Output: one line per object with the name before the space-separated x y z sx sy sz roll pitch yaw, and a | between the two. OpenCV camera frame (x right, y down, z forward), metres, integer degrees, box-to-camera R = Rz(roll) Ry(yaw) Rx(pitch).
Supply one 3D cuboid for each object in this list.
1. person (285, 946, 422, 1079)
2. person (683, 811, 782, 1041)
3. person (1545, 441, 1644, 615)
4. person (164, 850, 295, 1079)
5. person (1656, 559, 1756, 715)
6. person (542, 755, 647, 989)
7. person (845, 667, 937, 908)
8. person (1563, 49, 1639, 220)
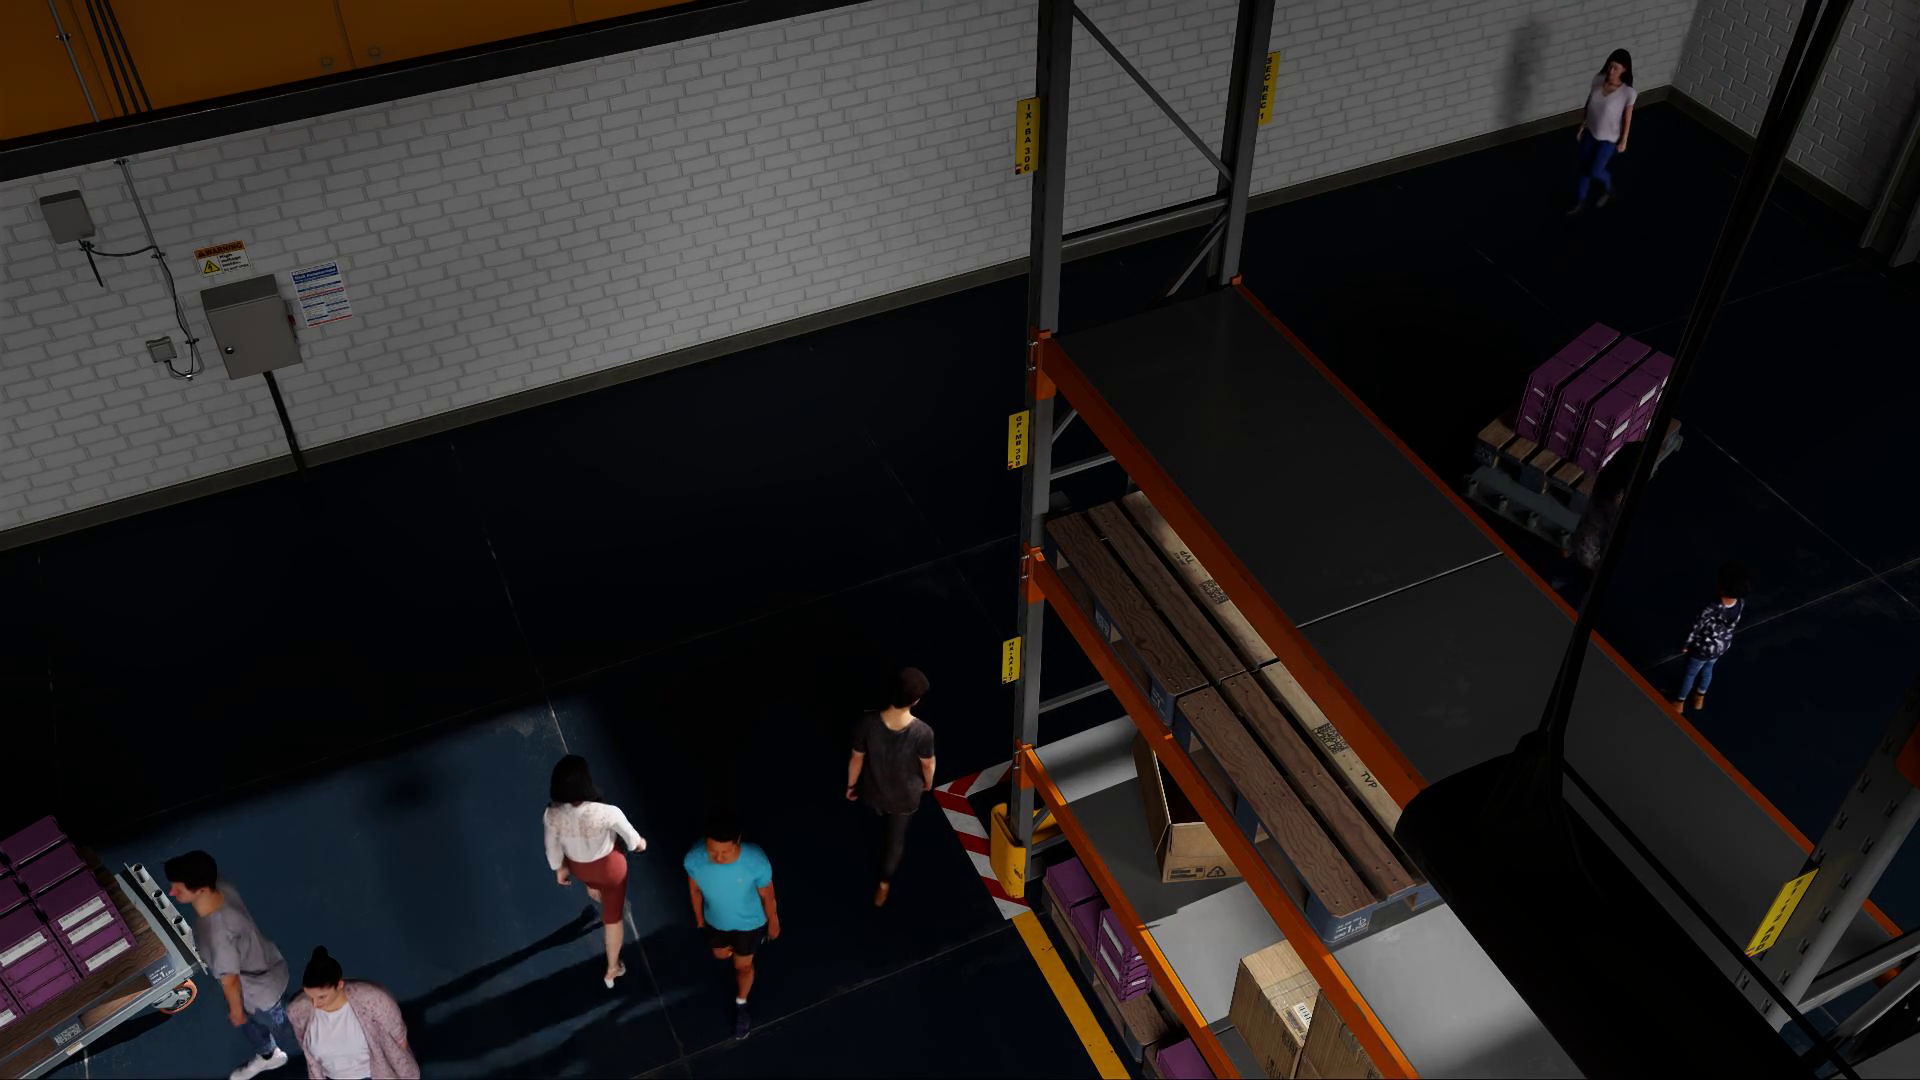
person | -2.966 2.554 8.260 0.778 1.743 0.768 -1 44 -1
person | -1.184 1.930 8.908 0.943 1.751 1.061 7 44 7
person | 4.102 0.022 10.935 0.908 1.718 0.874 3 44 4
person | -3.558 2.187 8.557 0.844 1.863 1.070 -26 49 -25
person | 4.792 0.629 10.639 0.504 1.248 0.488 -13 45 -14
person | -1.967 1.849 9.014 0.885 1.723 1.013 4 44 4
person | -0.410 1.441 9.488 1.052 1.659 1.145 10 44 10
person | 5.761 -3.623 14.804 0.728 1.660 0.720 -25 49 -24
